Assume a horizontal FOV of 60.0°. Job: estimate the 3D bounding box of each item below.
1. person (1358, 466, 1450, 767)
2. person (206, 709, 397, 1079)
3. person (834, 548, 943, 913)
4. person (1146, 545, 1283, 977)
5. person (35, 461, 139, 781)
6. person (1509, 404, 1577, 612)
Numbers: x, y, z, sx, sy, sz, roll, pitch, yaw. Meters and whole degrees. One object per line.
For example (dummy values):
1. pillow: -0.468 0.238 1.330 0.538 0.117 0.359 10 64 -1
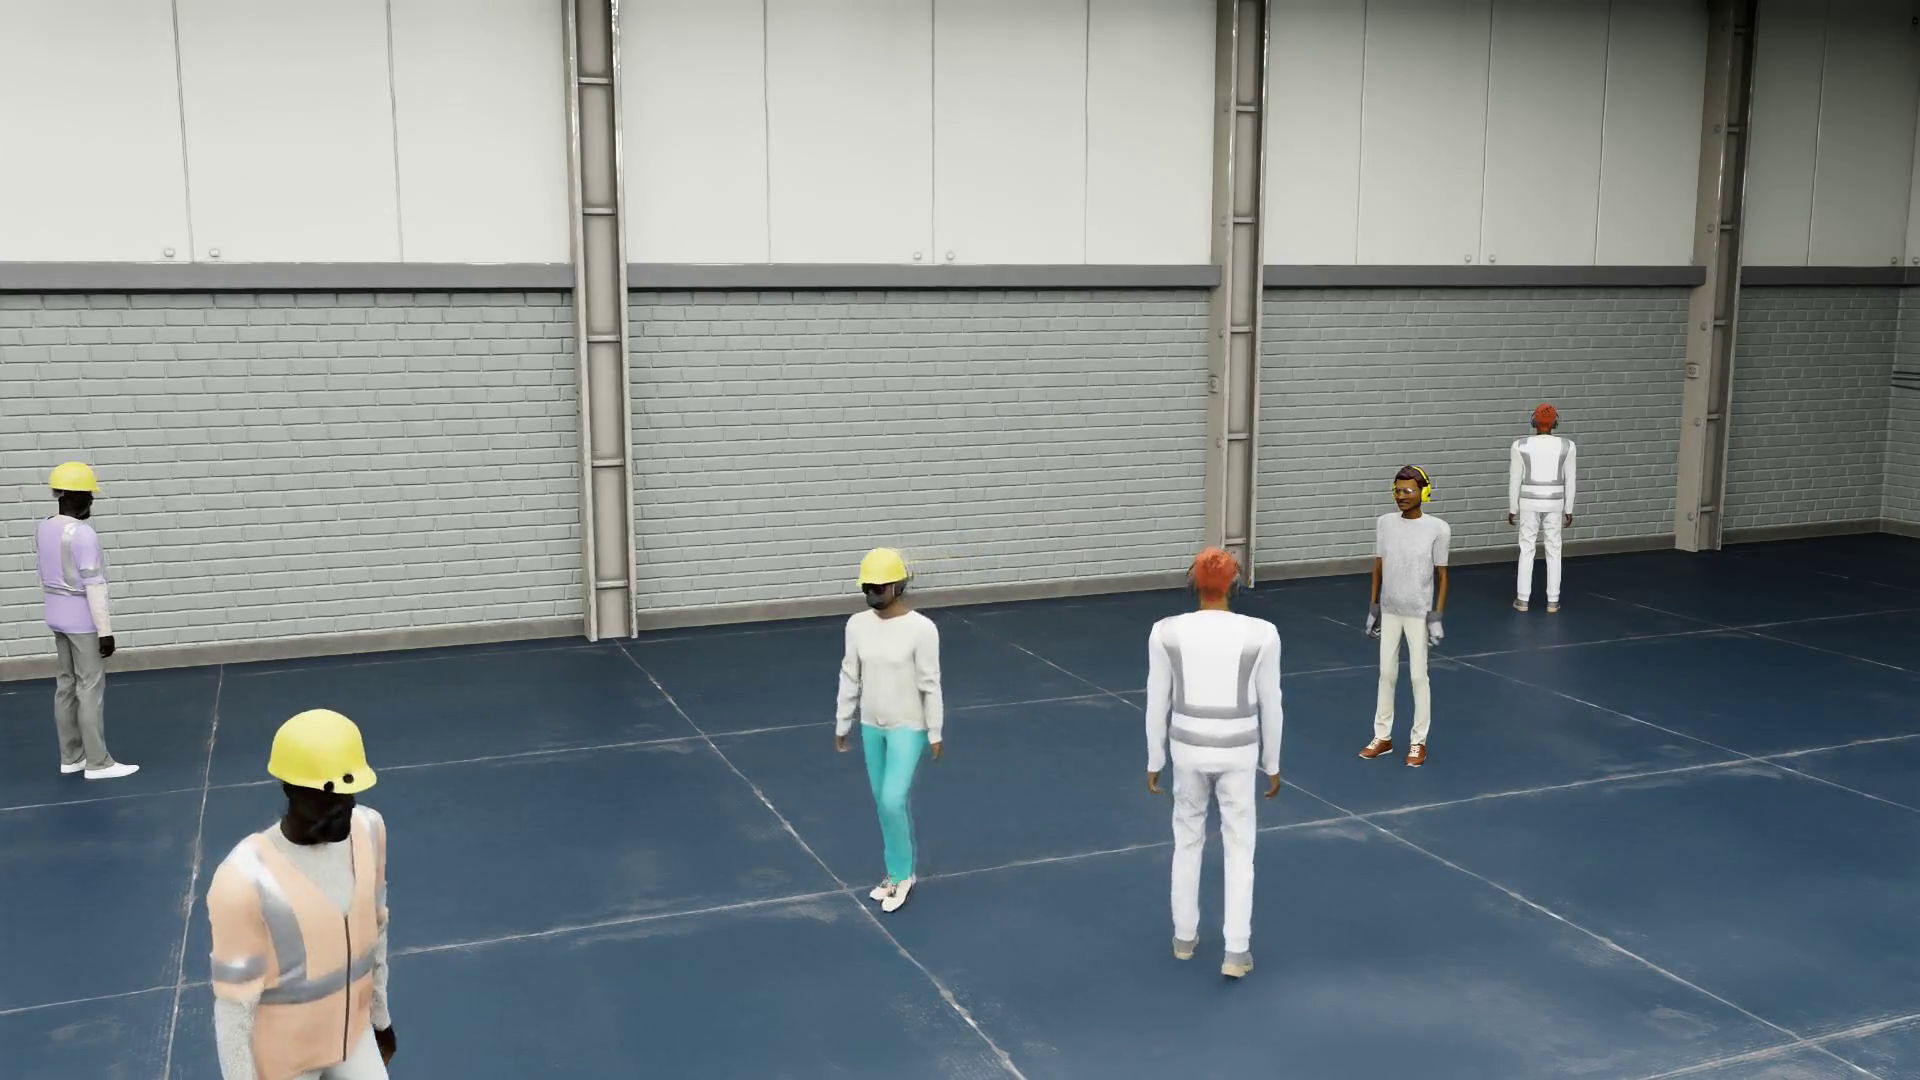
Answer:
1. person: 2.760 0.466 10.328 0.508 1.872 0.329 7 11 37
2. person: -1.757 1.376 4.557 0.506 1.896 0.611 4 10 22
3. person: -0.369 0.906 7.943 0.545 1.747 0.547 6 11 34
4. person: 1.113 0.951 7.278 0.586 1.888 0.386 2 9 15
5. person: -5.290 0.487 10.011 0.587 1.928 0.363 6 11 33
6. person: 5.242 -0.285 15.007 0.574 1.882 0.356 2 9 12
